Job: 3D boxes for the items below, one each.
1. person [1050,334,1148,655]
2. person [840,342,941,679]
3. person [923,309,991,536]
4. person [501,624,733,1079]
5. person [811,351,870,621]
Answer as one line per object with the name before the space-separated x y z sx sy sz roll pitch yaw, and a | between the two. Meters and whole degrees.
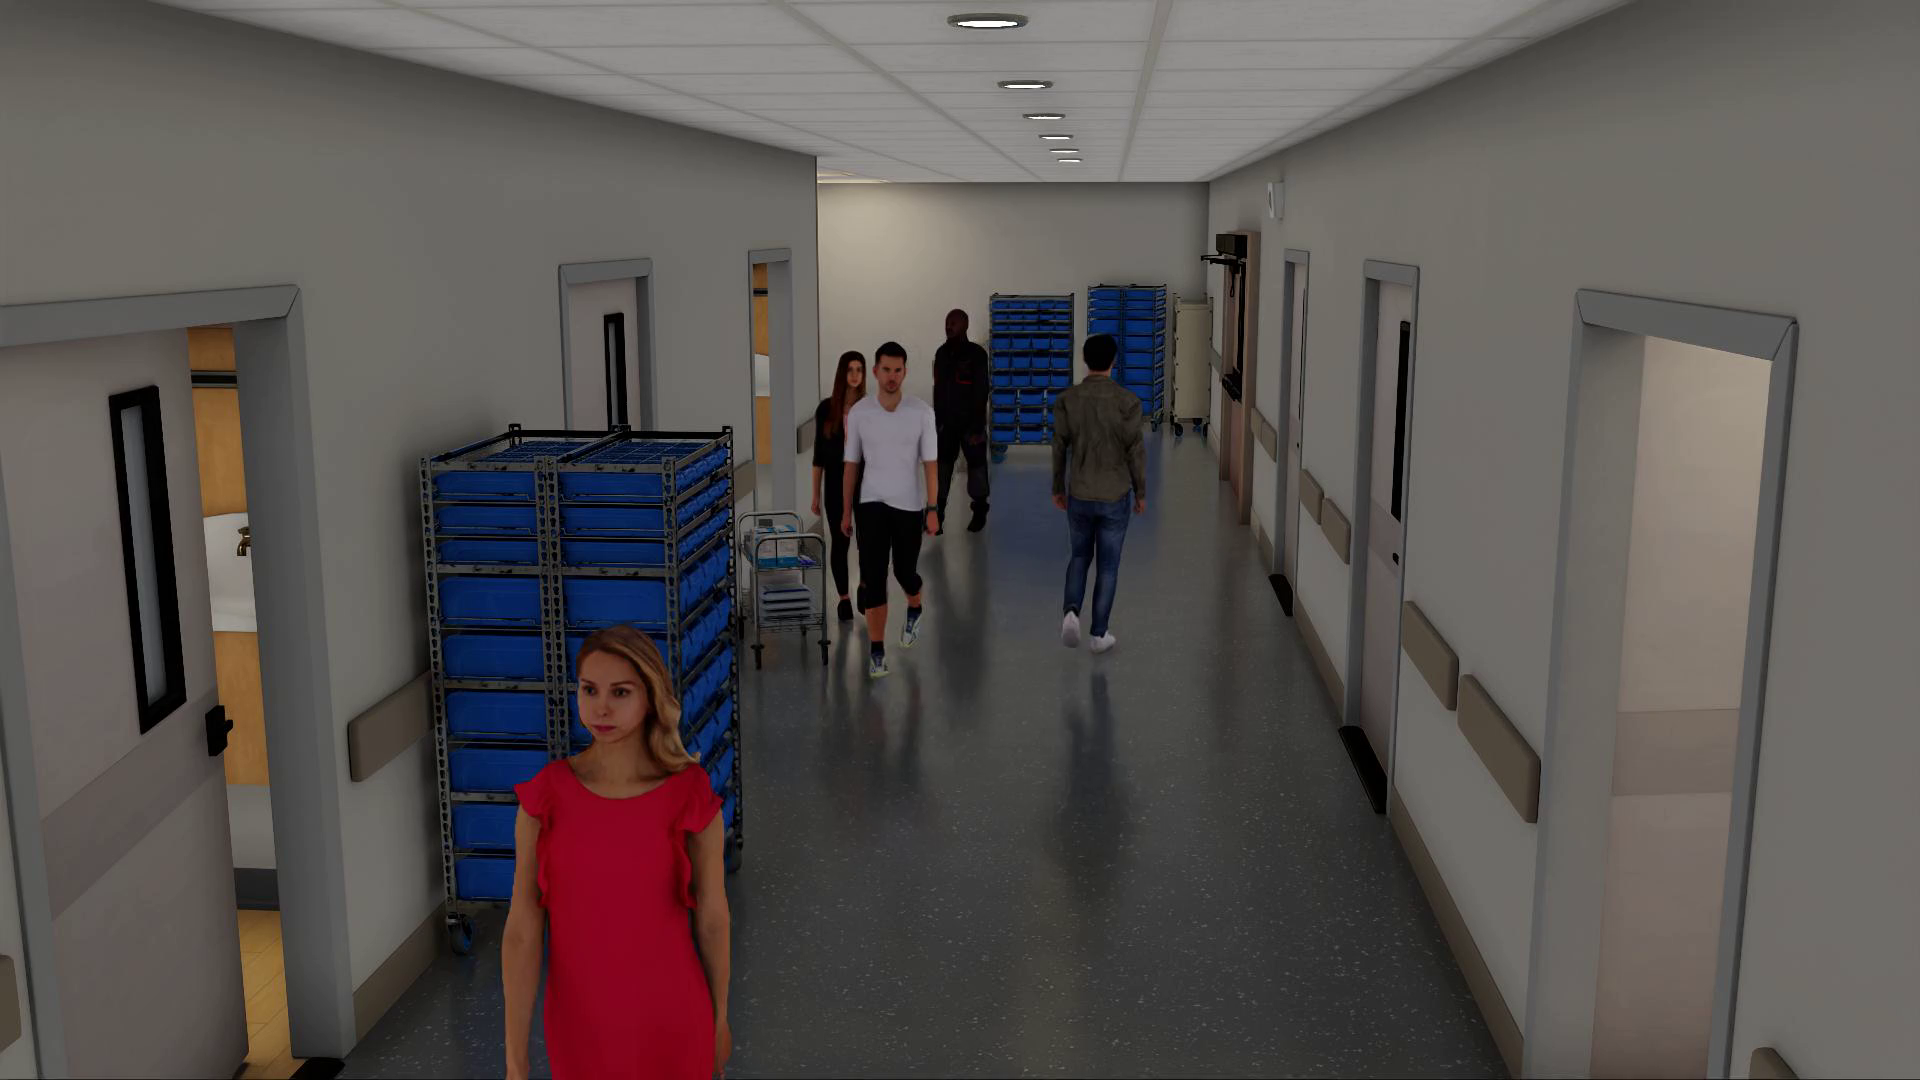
person | 0.767 -0.235 9.511 0.811 1.853 0.872 4 11 20
person | -0.373 -0.188 9.359 0.744 1.816 1.172 1 11 4
person | 0.066 -0.930 13.339 1.016 1.790 1.281 6 12 27
person | -0.673 0.992 3.485 0.584 1.688 1.009 1 11 4
person | -0.701 -0.348 10.528 0.692 1.694 0.651 -1 11 -3
